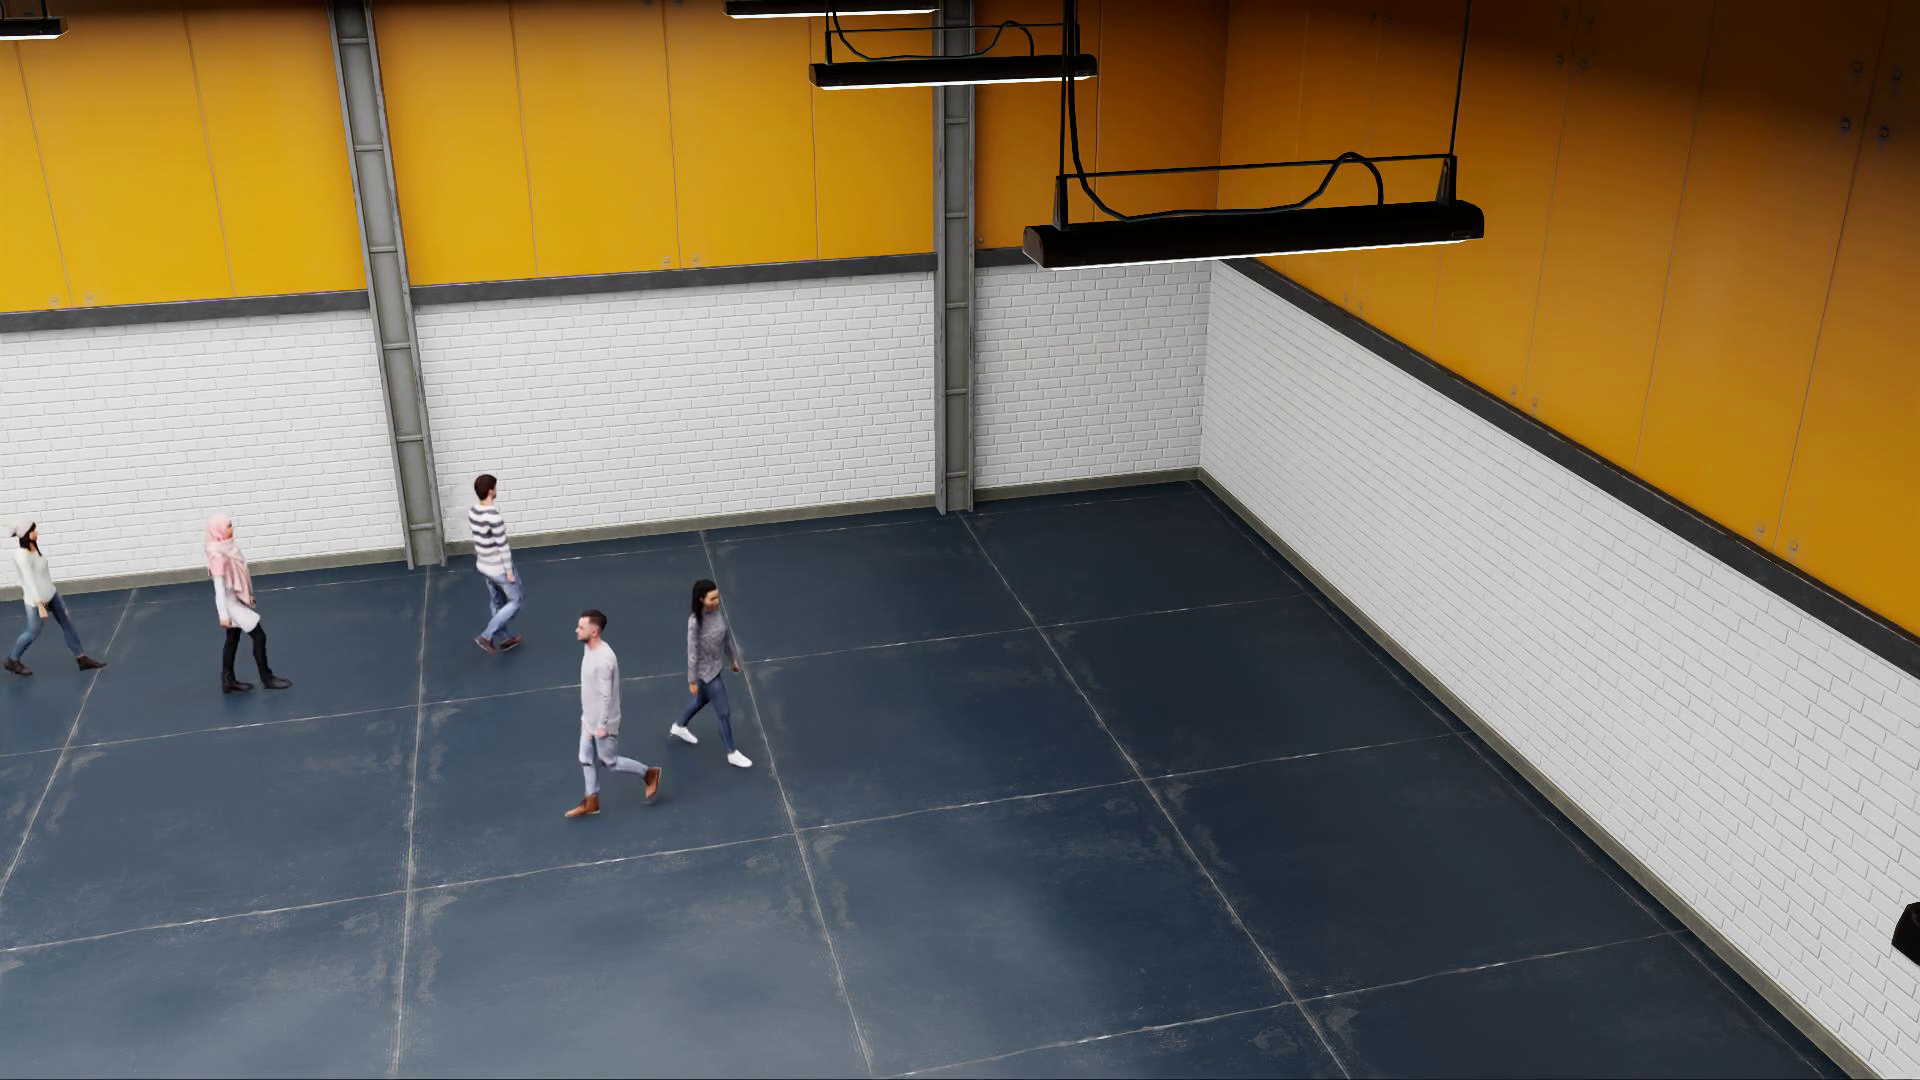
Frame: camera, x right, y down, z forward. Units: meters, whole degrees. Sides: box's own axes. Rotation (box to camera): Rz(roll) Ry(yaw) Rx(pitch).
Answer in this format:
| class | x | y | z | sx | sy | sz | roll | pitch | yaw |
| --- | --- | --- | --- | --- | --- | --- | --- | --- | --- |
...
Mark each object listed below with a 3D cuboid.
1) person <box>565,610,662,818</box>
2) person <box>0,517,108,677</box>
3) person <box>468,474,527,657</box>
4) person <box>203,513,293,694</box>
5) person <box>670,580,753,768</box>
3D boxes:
| class | x | y | z | sx | sy | sz | roll | pitch | yaw |
| --- | --- | --- | --- | --- | --- | --- | --- | --- | --- |
| person | -2.822 | 1.402 | 13.391 | 1.136 | 1.816 | 0.891 | -14 | 27 | -29 |
| person | -8.691 | 0.565 | 15.564 | 1.116 | 1.608 | 0.628 | -4 | 24 | -10 |
| person | -4.507 | 0.284 | 15.920 | 0.895 | 1.838 | 0.982 | 20 | 30 | 37 |
| person | -6.757 | 0.613 | 15.235 | 0.854 | 1.783 | 0.663 | -5 | 24 | -12 |
| person | -2.210 | 1.104 | 14.218 | 1.214 | 1.698 | 1.093 | 9 | 25 | 19 |
